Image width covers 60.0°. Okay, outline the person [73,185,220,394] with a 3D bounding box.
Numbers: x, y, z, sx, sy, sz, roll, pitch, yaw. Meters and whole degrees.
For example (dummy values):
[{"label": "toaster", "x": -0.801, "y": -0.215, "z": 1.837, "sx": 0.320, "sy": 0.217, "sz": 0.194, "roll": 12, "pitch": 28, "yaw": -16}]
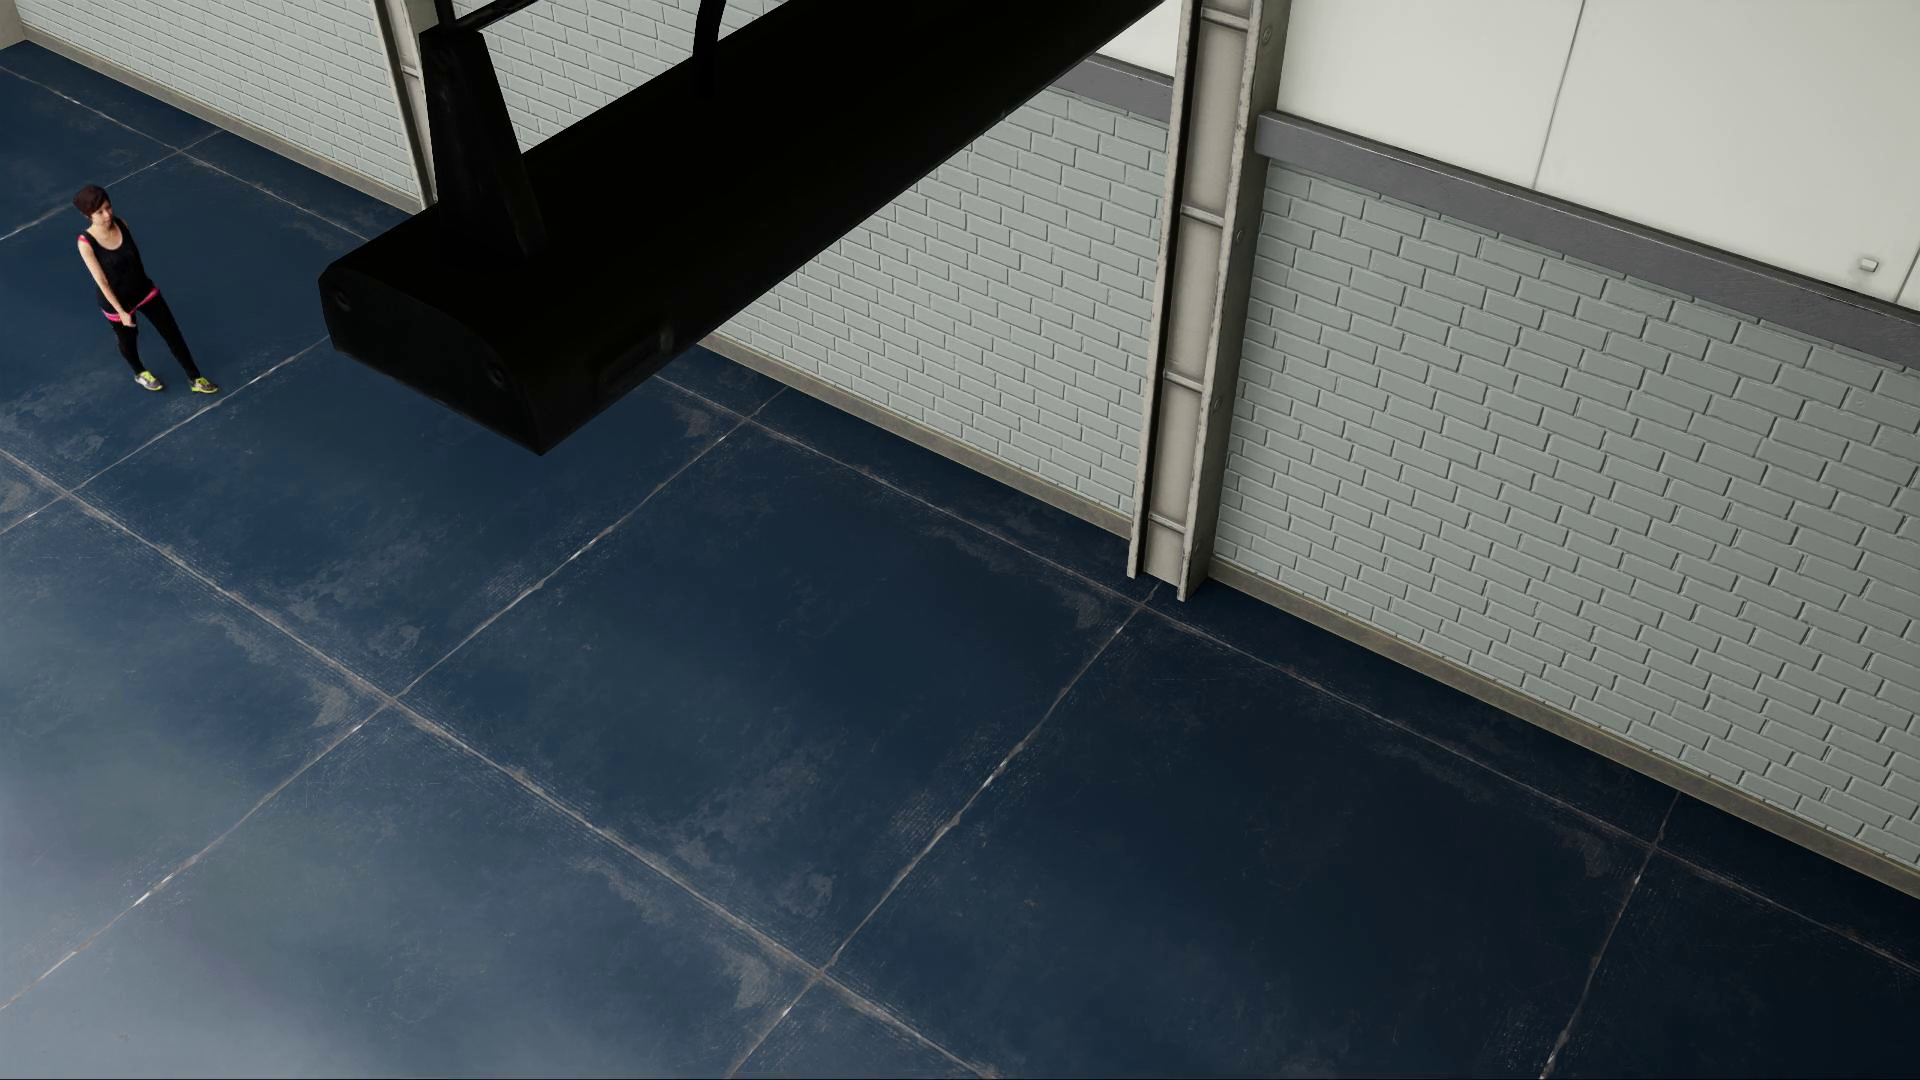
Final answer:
[{"label": "person", "x": -5.392, "y": -1.587, "z": 10.660, "sx": 0.907, "sy": 1.524, "sz": 0.574, "roll": 22, "pitch": 48, "yaw": 22}]
